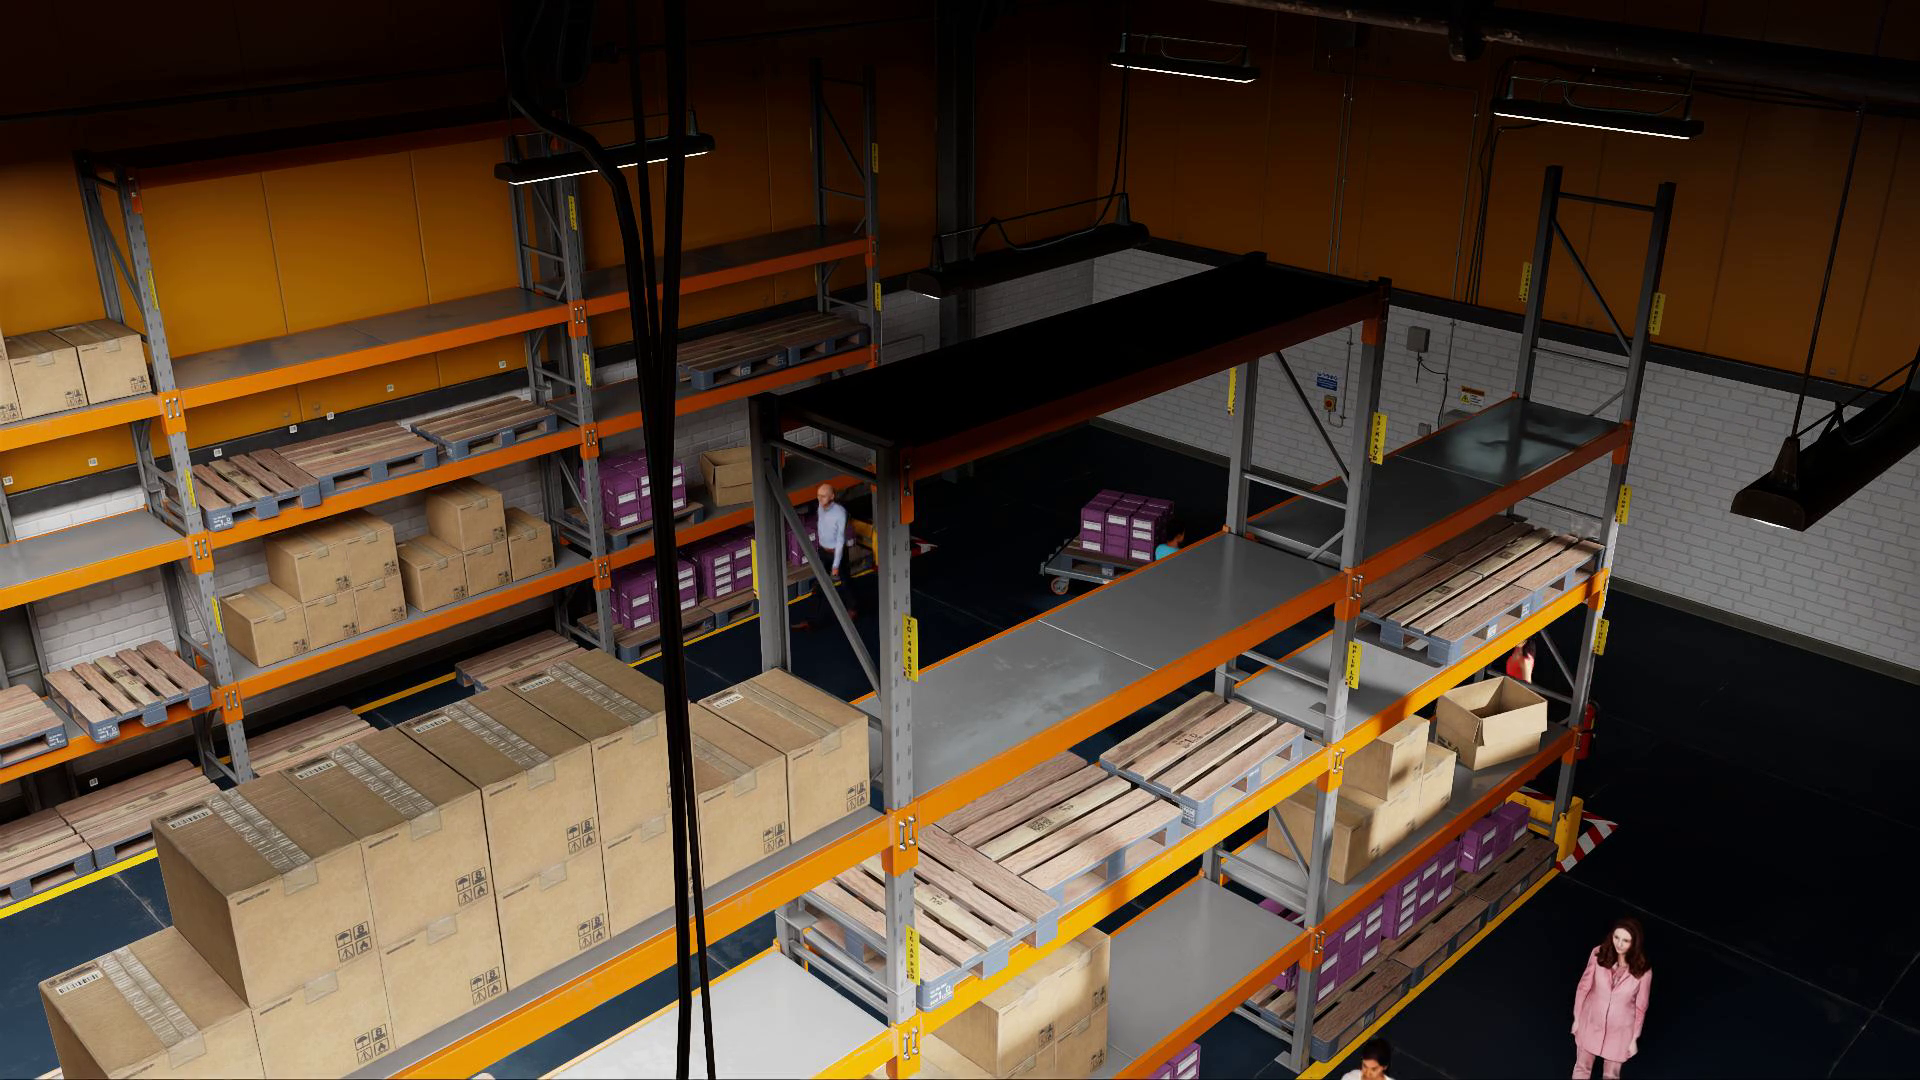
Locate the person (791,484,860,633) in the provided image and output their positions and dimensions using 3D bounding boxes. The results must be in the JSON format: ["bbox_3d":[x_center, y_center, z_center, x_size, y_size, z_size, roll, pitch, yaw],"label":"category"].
[{"bbox_3d":[-1.364,0.186,18.783,0.726,1.734,1.211,18,30,36],"label":"person"}]

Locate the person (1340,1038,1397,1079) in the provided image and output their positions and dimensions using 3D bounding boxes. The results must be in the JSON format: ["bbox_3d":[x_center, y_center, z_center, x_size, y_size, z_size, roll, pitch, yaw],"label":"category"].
[{"bbox_3d":[2.607,3.817,10.600,0.712,1.634,0.791,12,26,25],"label":"person"}]

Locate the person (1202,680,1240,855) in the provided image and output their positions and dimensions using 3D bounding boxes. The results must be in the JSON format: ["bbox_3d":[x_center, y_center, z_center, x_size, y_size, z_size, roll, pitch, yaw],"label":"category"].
[{"bbox_3d":[2.245,2.024,14.565,0.788,1.743,0.640,-17,29,-33],"label":"person"}]

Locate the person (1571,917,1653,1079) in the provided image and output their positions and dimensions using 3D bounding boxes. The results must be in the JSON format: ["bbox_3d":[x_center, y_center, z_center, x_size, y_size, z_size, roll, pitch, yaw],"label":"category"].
[{"bbox_3d":[4.466,3.348,11.463,0.649,1.803,0.582,15,28,31],"label":"person"}]

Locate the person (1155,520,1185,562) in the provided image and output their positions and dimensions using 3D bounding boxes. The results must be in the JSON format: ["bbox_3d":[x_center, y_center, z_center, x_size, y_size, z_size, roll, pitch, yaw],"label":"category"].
[{"bbox_3d":[2.236,0.618,17.740,0.586,1.777,0.653,-15,28,-30],"label":"person"}]
